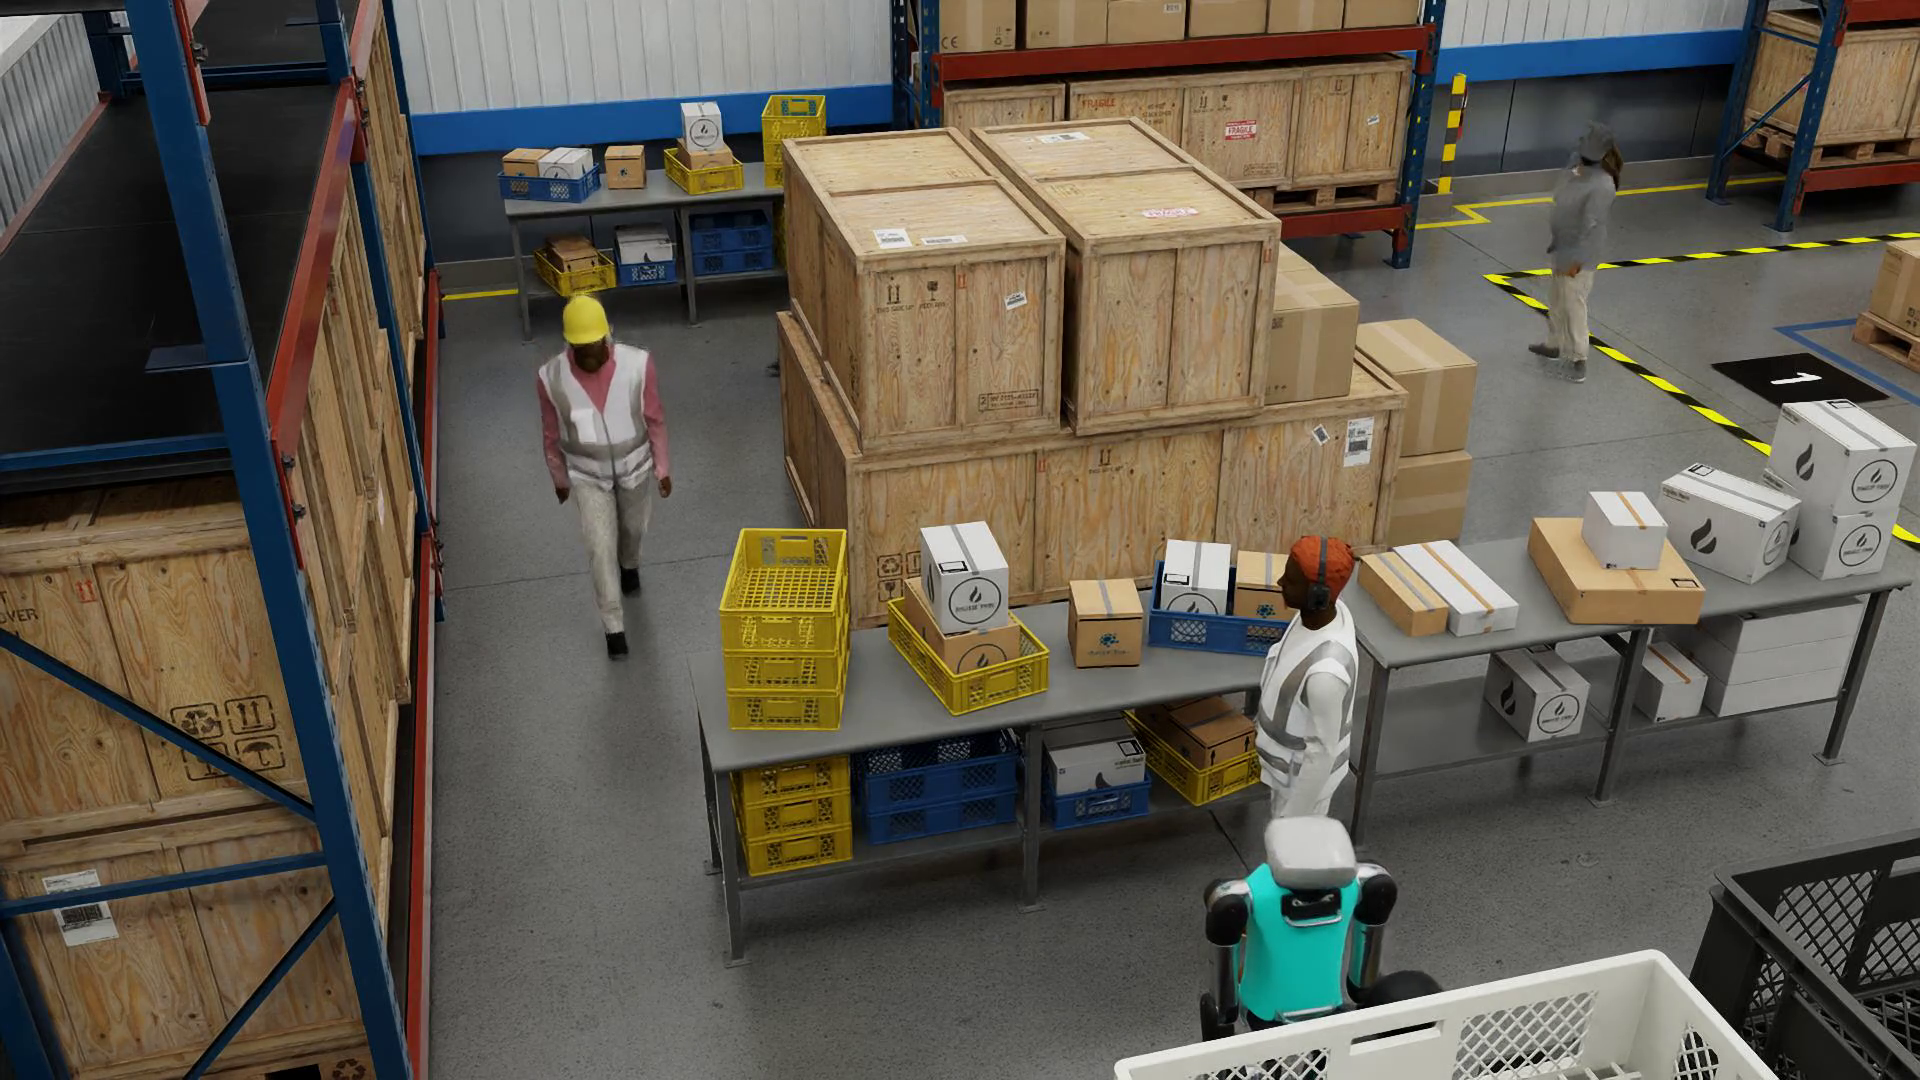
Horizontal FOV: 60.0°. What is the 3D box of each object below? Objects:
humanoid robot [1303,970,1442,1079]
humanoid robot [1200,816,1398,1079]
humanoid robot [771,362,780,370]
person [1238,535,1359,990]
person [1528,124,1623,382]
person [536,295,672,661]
[{"bbox_3d":[1.071,1.765,4.450,0.332,1.655,0.601,-13,32,-23],"label":"humanoid robot"},{"bbox_3d":[0.969,1.603,4.579,0.533,1.696,0.724,-5,29,-9],"label":"humanoid robot"},{"bbox_3d":[-0.901,-1.852,11.088,0.813,1.634,0.590,-8,30,-14],"label":"humanoid robot"},{"bbox_3d":[1.202,0.818,5.961,0.356,1.882,0.574,3,29,5],"label":"person"},{"bbox_3d":[4.136,-1.964,11.171,0.369,1.731,0.681,0,29,-1],"label":"person"},{"bbox_3d":[-1.744,-0.384,8.230,0.590,1.797,0.851,-10,30,-17],"label":"person"}]
